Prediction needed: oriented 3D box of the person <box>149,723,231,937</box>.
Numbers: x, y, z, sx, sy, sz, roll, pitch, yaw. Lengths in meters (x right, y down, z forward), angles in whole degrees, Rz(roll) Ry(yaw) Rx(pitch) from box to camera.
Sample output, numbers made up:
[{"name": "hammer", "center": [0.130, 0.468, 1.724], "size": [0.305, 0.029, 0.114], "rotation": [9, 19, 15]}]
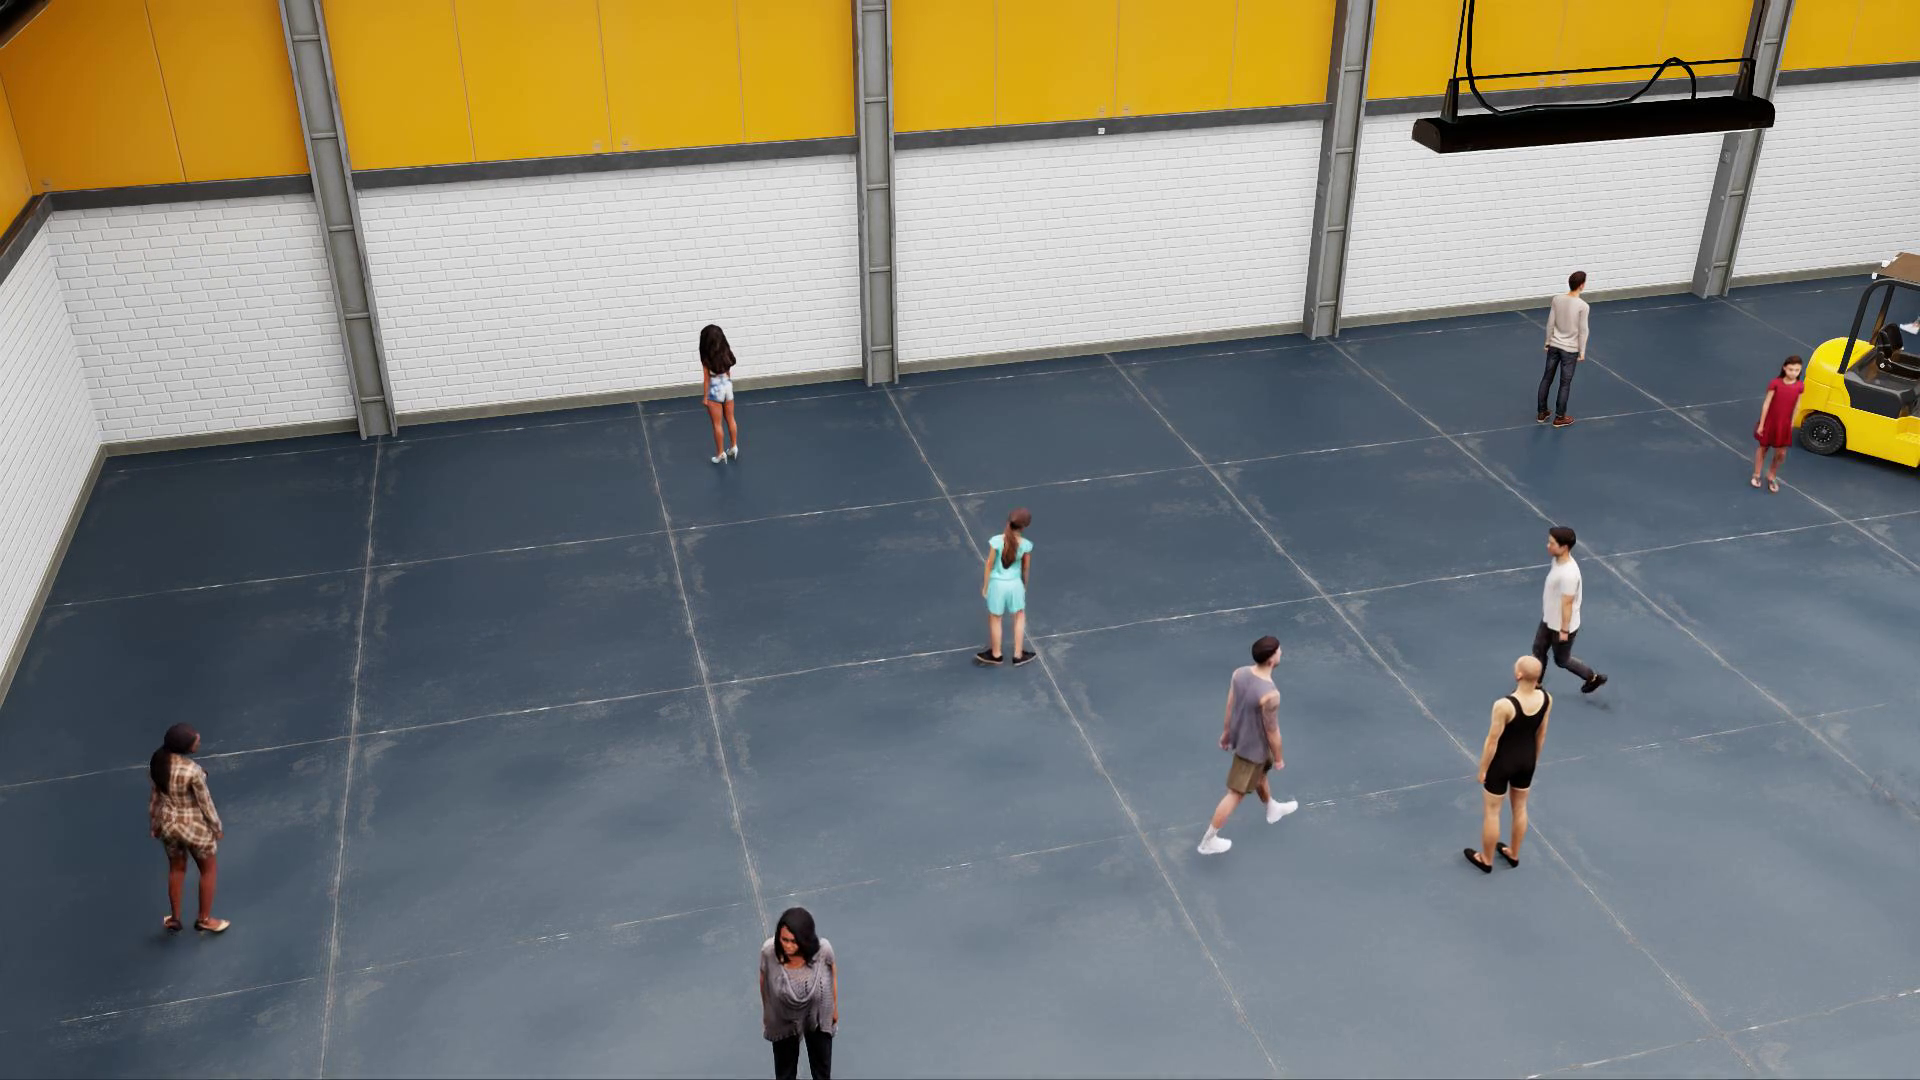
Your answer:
[{"name": "person", "center": [-5.420, 2.053, 11.541], "size": [0.759, 1.756, 0.897], "rotation": [2, 29, 4]}]

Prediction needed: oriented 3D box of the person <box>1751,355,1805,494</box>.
[{"name": "person", "center": [8.782, -1.302, 17.920], "size": [0.705, 1.537, 0.753], "rotation": [8, 30, 14]}]

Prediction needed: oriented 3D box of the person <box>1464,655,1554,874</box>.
[{"name": "person", "center": [4.061, 1.645, 12.230], "size": [0.437, 1.813, 0.704], "rotation": [-9, 30, -15]}]

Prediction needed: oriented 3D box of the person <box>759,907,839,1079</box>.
[{"name": "person", "center": [-0.973, 2.865, 10.207], "size": [0.643, 1.608, 0.736], "rotation": [-2, 29, -4]}]

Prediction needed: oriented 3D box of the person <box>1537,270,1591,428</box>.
[{"name": "person", "center": [6.996, -2.228, 19.276], "size": [0.714, 1.866, 0.739], "rotation": [-22, 36, -35]}]

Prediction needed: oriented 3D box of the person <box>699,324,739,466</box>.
[{"name": "person", "center": [-2.665, -1.612, 18.399], "size": [0.734, 1.623, 0.659], "rotation": [21, 35, 33]}]

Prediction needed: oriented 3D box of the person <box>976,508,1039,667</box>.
[{"name": "person", "center": [0.368, 0.424, 14.756], "size": [0.506, 1.538, 0.786], "rotation": [-12, 31, -21]}]

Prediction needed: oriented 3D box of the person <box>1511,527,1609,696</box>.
[{"name": "person", "center": [5.196, 0.675, 14.142], "size": [1.087, 1.685, 0.836], "rotation": [2, 29, 5]}]

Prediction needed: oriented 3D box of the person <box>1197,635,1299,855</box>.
[{"name": "person", "center": [2.065, 1.545, 12.230], "size": [1.242, 1.794, 0.785], "rotation": [-13, 31, -22]}]
